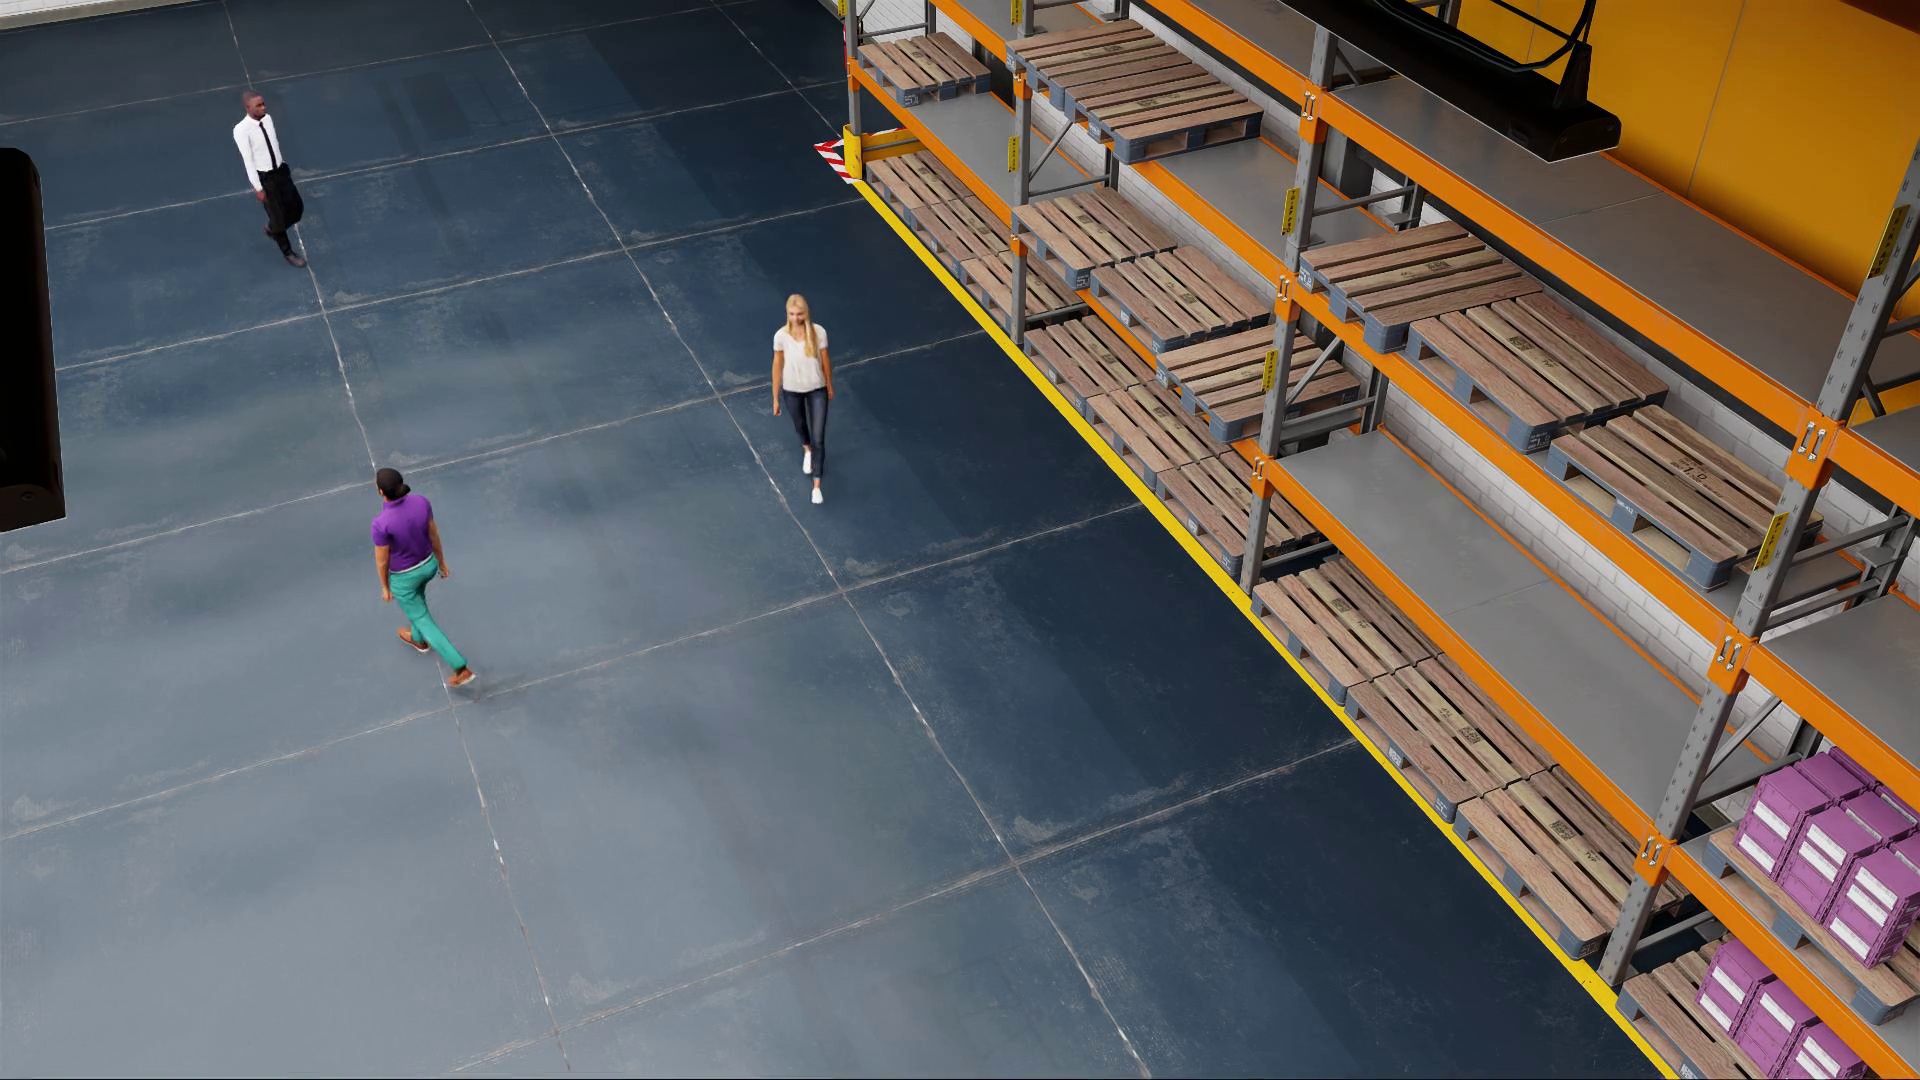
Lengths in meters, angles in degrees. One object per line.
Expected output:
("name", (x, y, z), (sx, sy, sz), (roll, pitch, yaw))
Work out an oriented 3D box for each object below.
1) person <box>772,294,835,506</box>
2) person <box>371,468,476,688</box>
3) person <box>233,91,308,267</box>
("person", (-1.259, -1.236, 13.488), (0.942, 1.772, 1.214), (-1, 39, -1))
("person", (-3.760, 0.282, 11.621), (1.261, 1.730, 1.032), (23, 44, 26))
("person", (-6.870, -3.566, 16.370), (0.941, 1.818, 0.870), (17, 42, 20))
